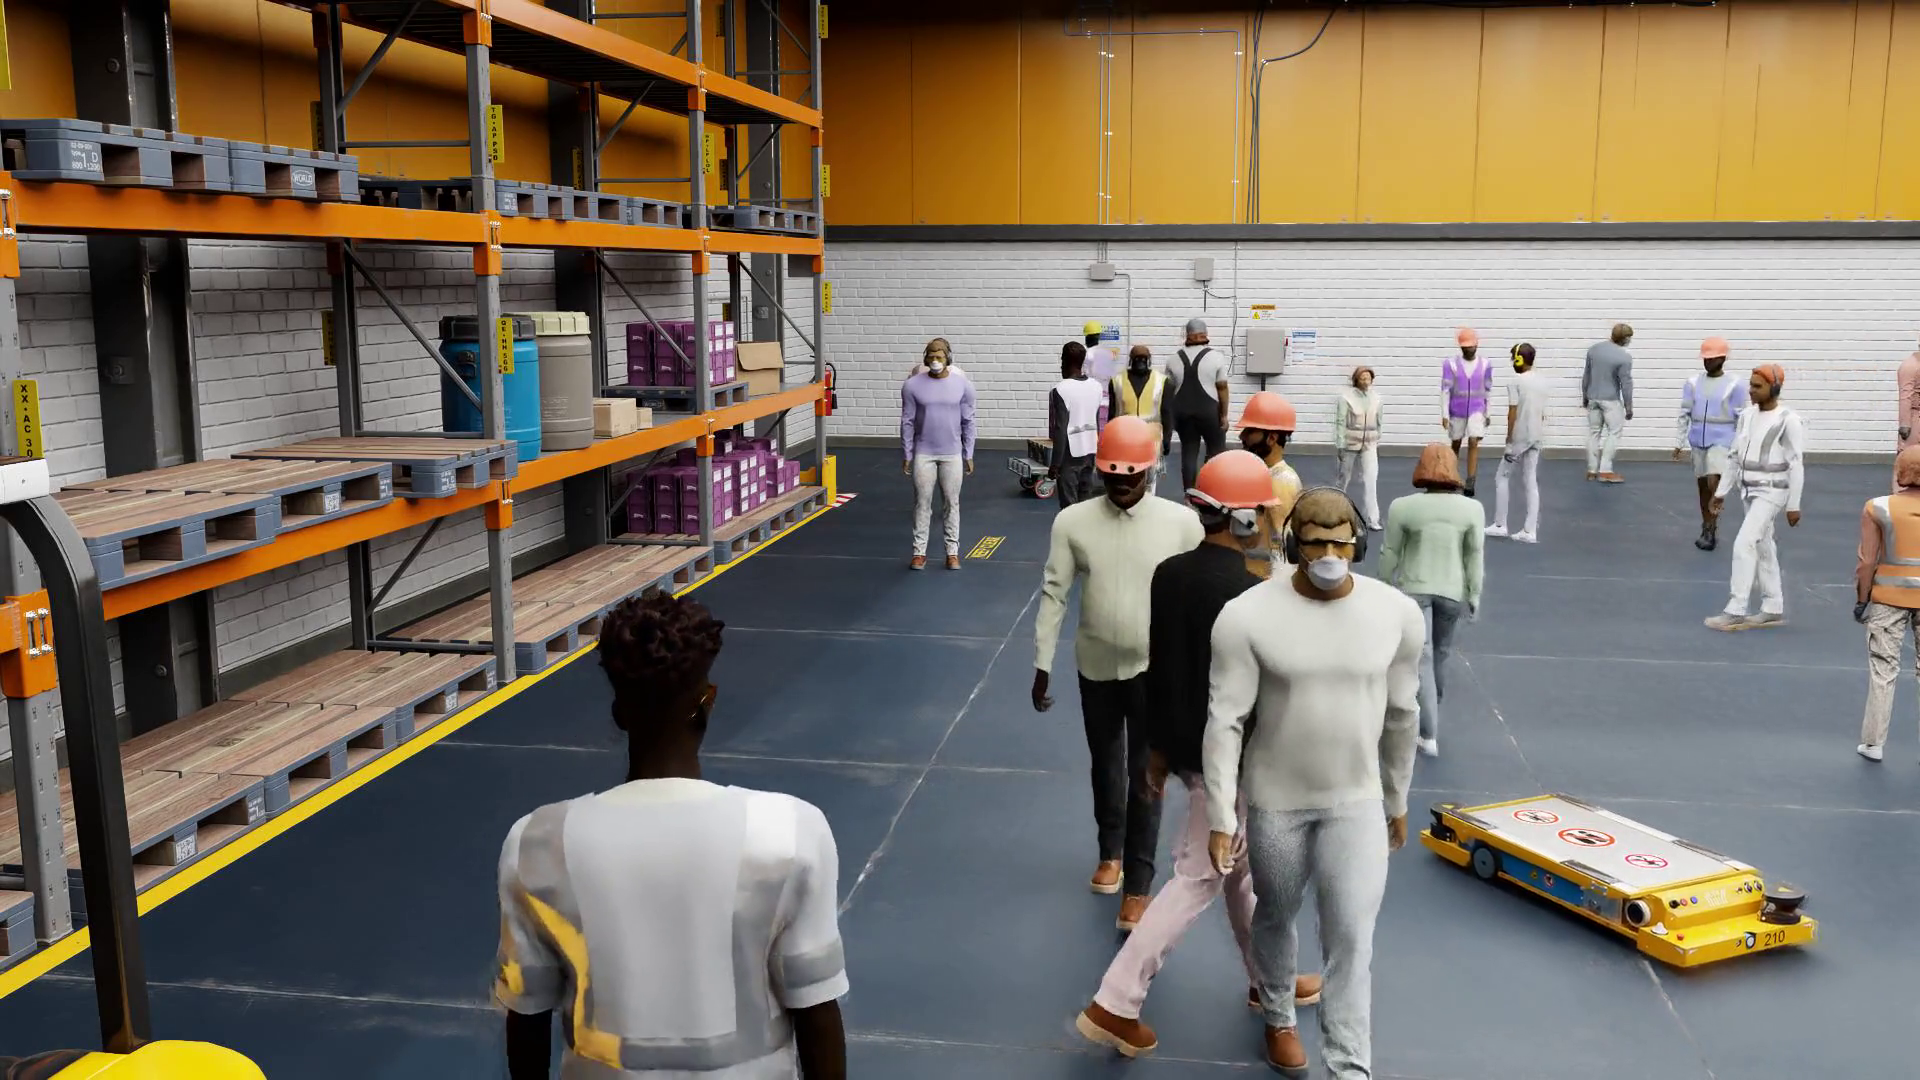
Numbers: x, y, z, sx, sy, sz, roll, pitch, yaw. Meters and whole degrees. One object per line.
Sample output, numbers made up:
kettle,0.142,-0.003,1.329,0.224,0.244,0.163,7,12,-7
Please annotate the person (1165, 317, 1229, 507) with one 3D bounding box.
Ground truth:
person,2.536,-1.352,17.589,0.716,2.000,0.538,5,11,30

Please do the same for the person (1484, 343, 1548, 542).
person,5.182,-0.916,15.508,0.550,1.836,0.742,-4,10,-25

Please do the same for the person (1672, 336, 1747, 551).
person,6.720,-0.867,14.984,0.738,1.909,0.548,-8,12,-40

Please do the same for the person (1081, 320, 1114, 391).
person,1.732,-1.806,20.844,0.593,1.904,0.864,-8,12,-39

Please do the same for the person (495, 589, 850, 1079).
person,-0.501,1.046,3.066,0.651,1.948,0.555,0,9,-1

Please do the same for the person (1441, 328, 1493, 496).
person,5.710,-1.456,18.769,0.574,1.871,1.059,2,9,10

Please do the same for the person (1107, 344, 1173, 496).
person,1.756,-1.015,16.221,0.636,1.816,0.811,1,9,7

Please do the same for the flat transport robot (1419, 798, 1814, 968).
flat transport robot,2.568,1.304,6.648,0.652,0.197,1.431,-4,10,-24

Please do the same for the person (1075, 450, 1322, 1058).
person,0.802,0.680,5.350,1.016,1.952,0.636,-4,10,-25

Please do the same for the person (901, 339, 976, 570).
person,-0.180,-0.710,13.940,0.630,1.938,0.369,0,9,1

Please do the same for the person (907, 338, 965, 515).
person,-0.219,-1.126,16.850,0.619,1.836,0.431,2,9,12

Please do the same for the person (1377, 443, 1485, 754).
person,2.481,0.281,8.855,0.520,1.593,0.816,1,9,3

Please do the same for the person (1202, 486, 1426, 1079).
person,1.030,0.786,4.864,0.652,1.884,1.010,1,9,4

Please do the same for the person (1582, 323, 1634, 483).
person,7.648,-1.618,19.714,0.376,1.895,0.712,-5,11,-29

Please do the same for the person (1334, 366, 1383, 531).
person,3.888,-0.920,16.312,0.517,1.590,0.916,-1,9,-8

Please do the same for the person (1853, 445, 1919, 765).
person,4.815,0.333,8.430,0.512,1.639,0.311,4,10,24

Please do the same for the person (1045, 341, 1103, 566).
person,0.968,-0.703,13.959,0.382,1.918,0.596,8,12,39

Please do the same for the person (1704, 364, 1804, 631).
person,5.487,-0.290,11.616,0.808,1.854,0.584,-1,9,-4

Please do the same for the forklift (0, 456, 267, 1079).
forklift,-2.328,0.975,2.765,2.313,2.155,1.214,1,9,9

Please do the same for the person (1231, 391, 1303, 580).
person,1.449,0.259,7.958,0.352,1.942,0.545,0,9,1

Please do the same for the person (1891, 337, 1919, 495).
person,9.952,-1.220,17.198,0.644,1.904,0.399,-5,11,-31

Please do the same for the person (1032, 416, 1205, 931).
person,0.611,0.498,6.417,0.688,1.950,0.873,3,10,16
